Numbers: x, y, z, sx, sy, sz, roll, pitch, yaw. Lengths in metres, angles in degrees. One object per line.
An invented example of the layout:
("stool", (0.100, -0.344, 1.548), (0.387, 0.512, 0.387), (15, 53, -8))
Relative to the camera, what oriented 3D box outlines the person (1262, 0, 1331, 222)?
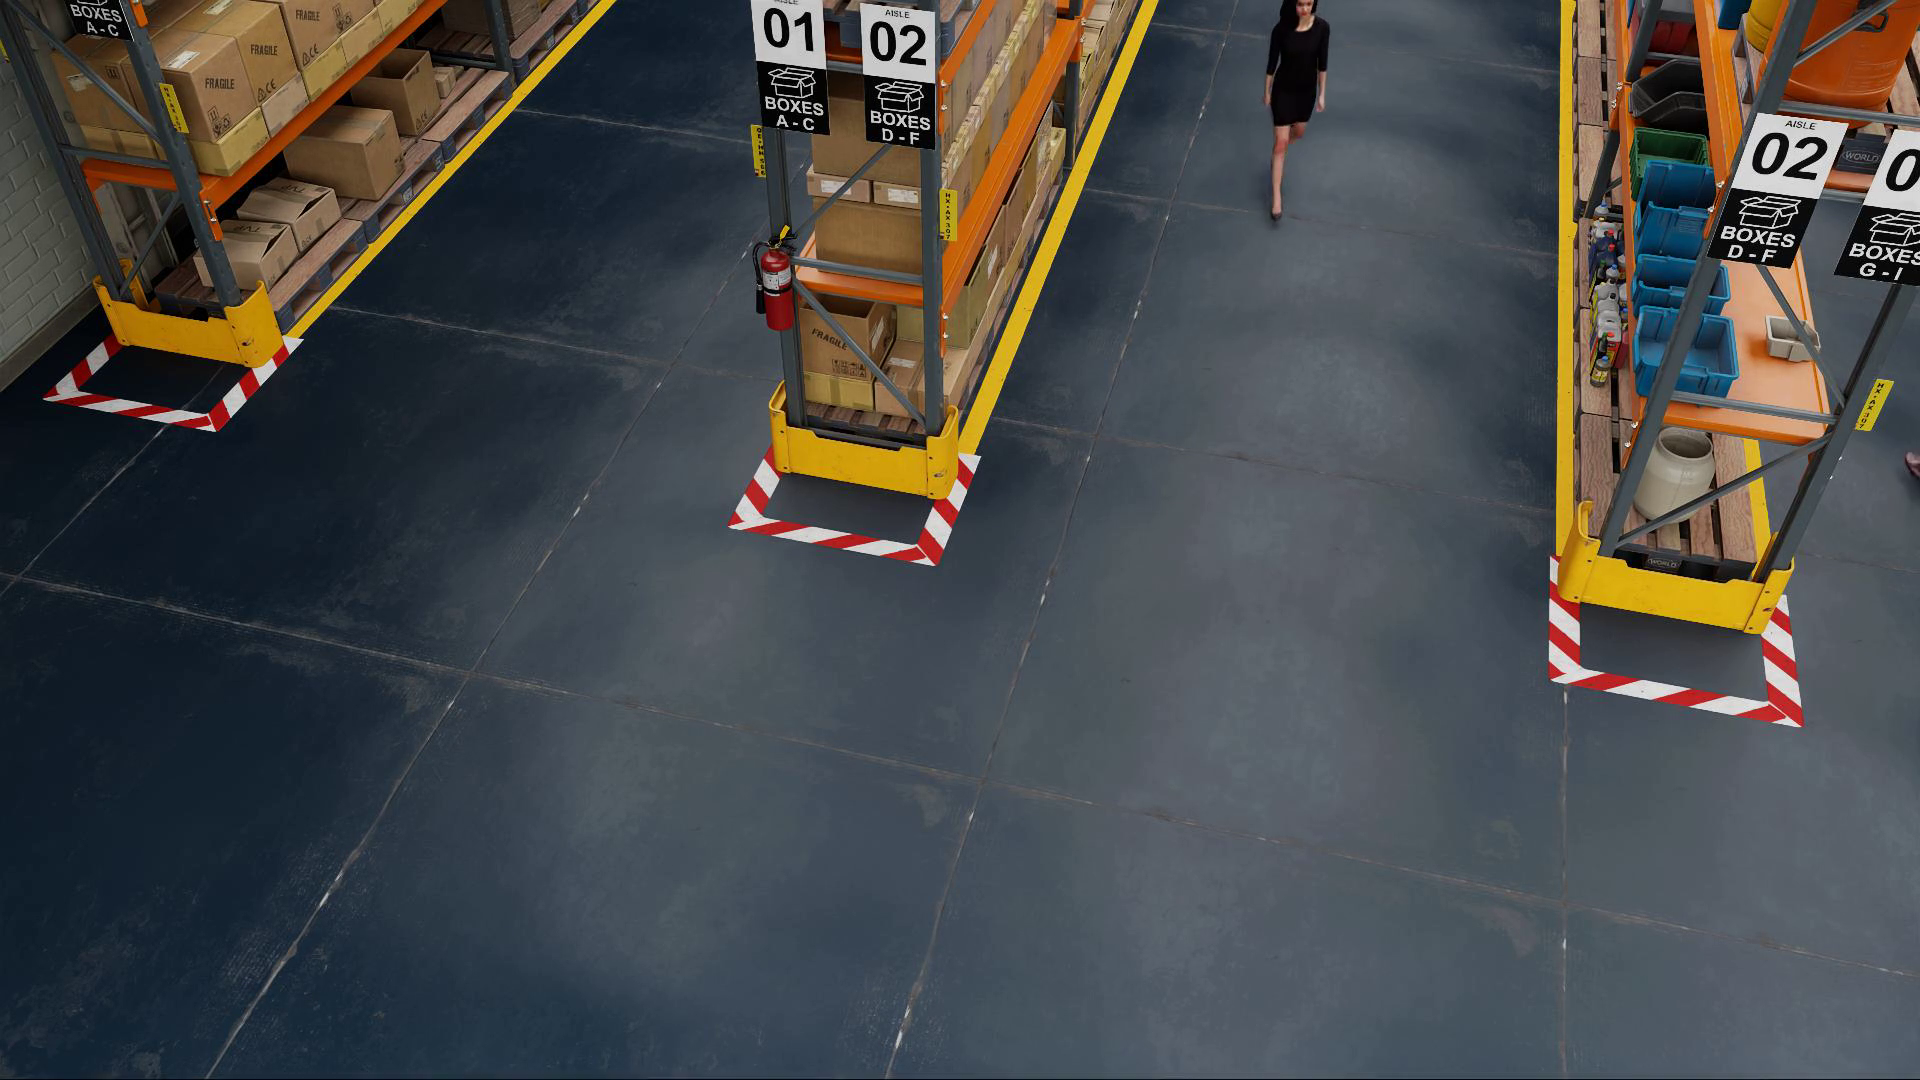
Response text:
("person", (2.508, -3.362, 12.550), (0.842, 1.764, 1.177), (-3, 43, -3))
